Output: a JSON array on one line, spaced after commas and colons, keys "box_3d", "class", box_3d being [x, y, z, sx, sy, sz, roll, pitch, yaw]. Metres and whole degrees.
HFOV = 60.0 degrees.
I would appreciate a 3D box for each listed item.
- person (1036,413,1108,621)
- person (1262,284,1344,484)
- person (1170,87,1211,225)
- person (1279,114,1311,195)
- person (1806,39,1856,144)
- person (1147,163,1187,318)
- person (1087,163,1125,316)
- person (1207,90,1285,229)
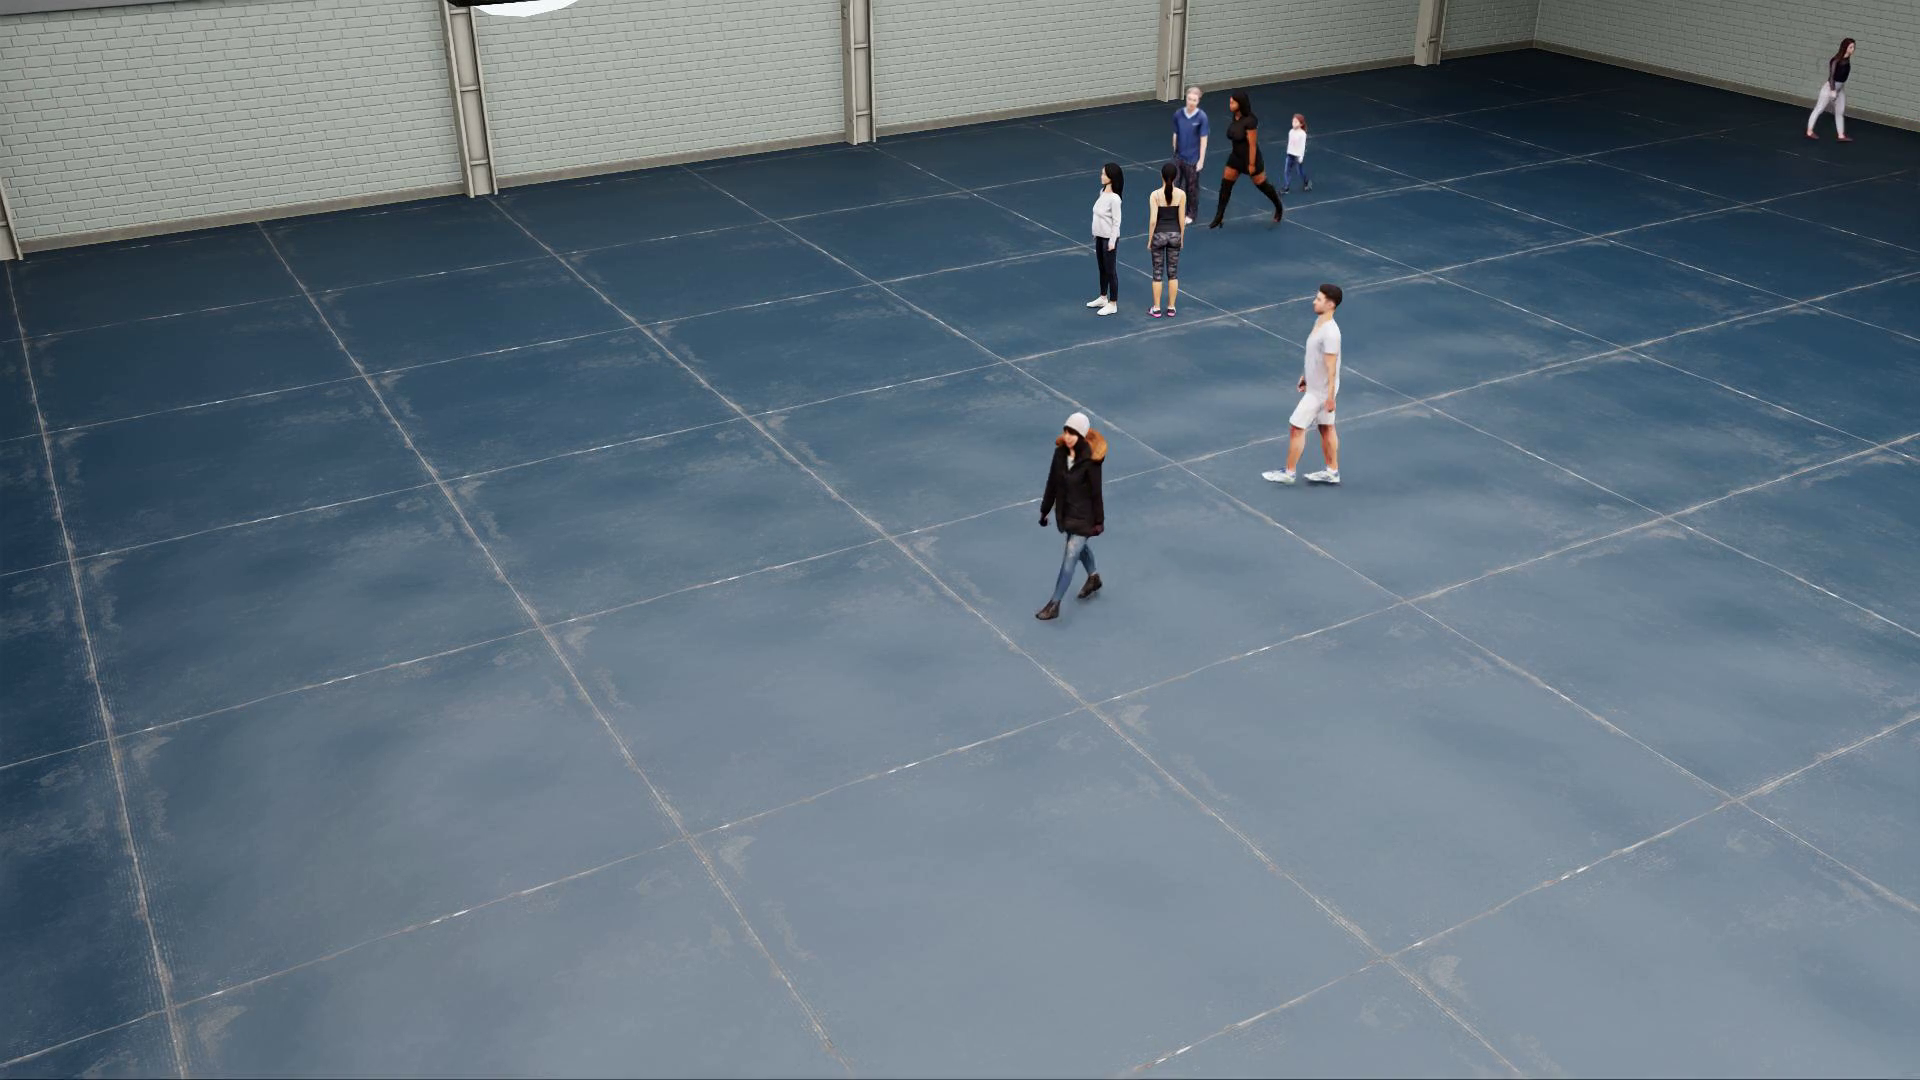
[{"box_3d": [0.924, -0.212, 12.633, 0.844, 1.591, 1.119, 23, 35, 37], "class": "person"}, {"box_3d": [3.246, -1.331, 14.543, 1.089, 1.832, 0.996, 3, 27, 6], "class": "person"}, {"box_3d": [2.990, -4.943, 21.569, 1.054, 1.821, 1.262, 16, 31, 28], "class": "person"}, {"box_3d": [4.719, -5.400, 23.250, 0.781, 1.096, 0.541, -22, 35, -36], "class": "person"}, {"box_3d": [13.452, -6.942, 25.730, 0.894, 1.566, 0.646, -15, 31, -27], "class": "person"}, {"box_3d": [2.302, -3.347, 18.569, 0.603, 1.730, 0.709, -3, 27, -5], "class": "person"}, {"box_3d": [1.662, -3.399, 18.703, 0.595, 1.701, 0.649, -10, 29, -19], "class": "person"}, {"box_3d": [3.776, -4.856, 21.453, 1.353, 1.772, 0.795, -12, 29, -21], "class": "person"}]
